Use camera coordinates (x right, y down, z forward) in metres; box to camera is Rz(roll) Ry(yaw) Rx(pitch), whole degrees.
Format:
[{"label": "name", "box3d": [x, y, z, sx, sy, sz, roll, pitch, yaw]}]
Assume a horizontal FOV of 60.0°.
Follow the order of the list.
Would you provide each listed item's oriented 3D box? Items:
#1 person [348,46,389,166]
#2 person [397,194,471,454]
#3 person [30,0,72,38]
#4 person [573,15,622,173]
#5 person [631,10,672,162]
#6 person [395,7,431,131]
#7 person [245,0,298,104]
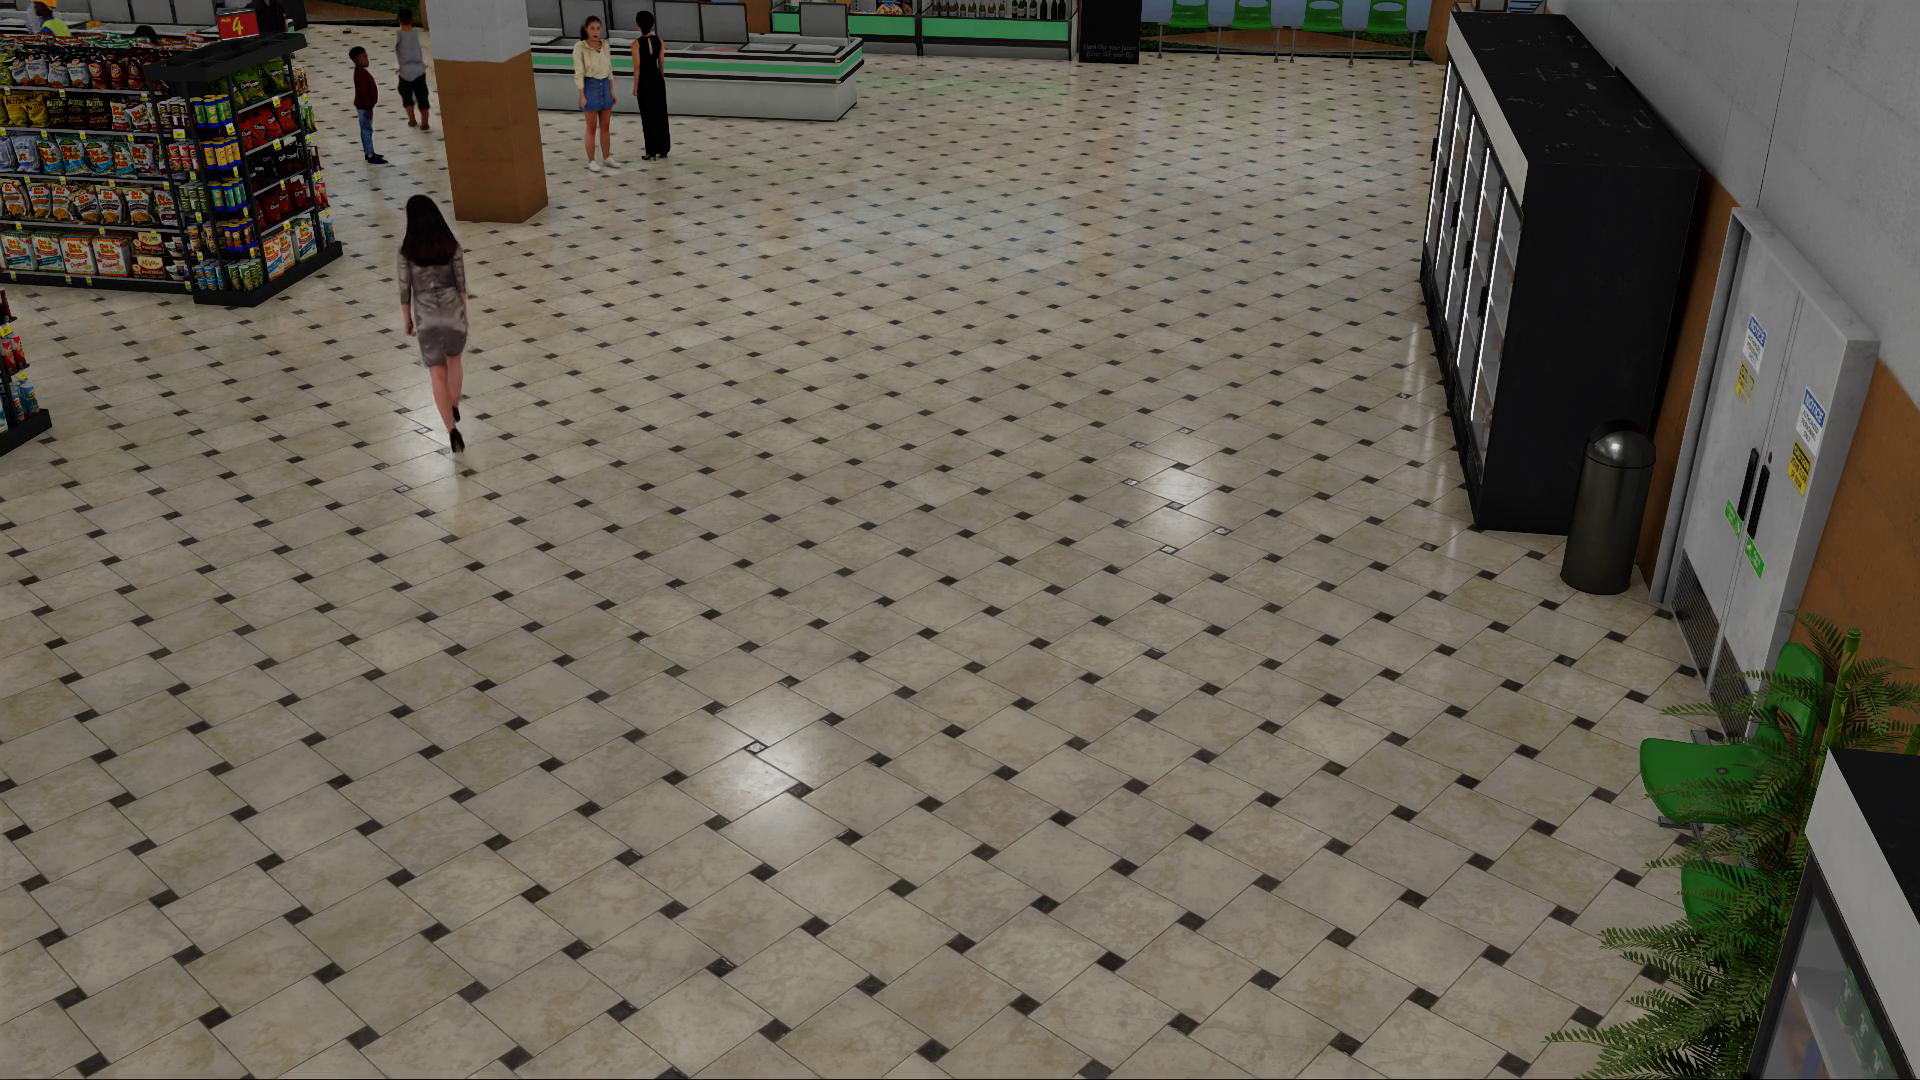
[{"label": "person", "box3d": [-6.545, -4.772, 18.261, 0.619, 1.254, 0.586, -11, 29, -20]}, {"label": "person", "box3d": [-3.458, -1.389, 11.093, 1.082, 1.702, 1.027, -11, 29, -20]}, {"label": "person", "box3d": [-9.869, -5.094, 18.277, 0.699, 1.812, 0.736, -4, 27, -8]}, {"label": "person", "box3d": [-3.930, -4.824, 17.946, 0.741, 1.632, 0.725, 24, 35, 38]}, {"label": "person", "box3d": [-3.412, -5.009, 18.341, 0.672, 1.604, 0.654, 23, 35, 37]}, {"label": "person", "box3d": [-6.466, -5.594, 19.672, 0.781, 1.443, 0.840, -16, 31, -29]}, {"label": "person", "box3d": [-8.098, -5.698, 19.478, 1.255, 1.805, 0.943, 14, 30, 25]}]
